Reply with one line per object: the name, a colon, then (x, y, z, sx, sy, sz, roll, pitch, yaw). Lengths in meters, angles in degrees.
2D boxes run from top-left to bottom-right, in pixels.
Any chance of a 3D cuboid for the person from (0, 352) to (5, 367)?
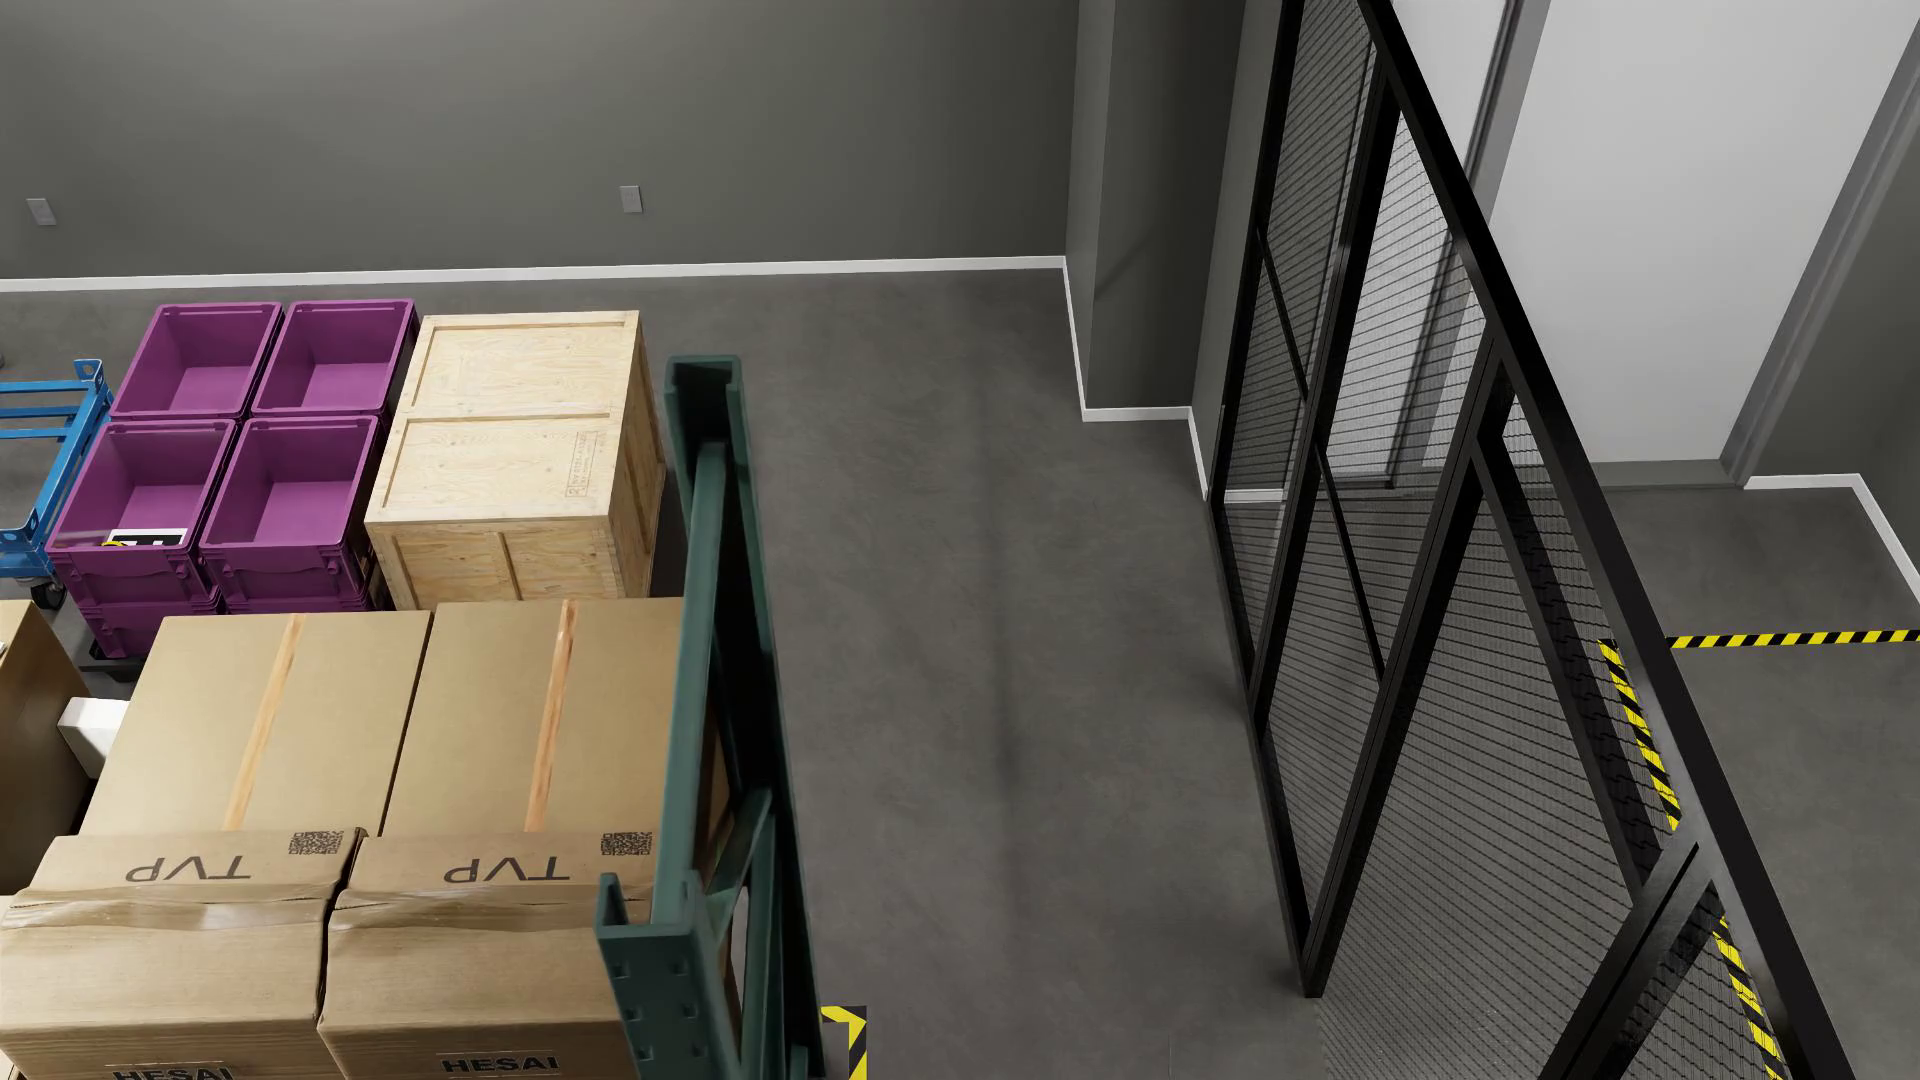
person: (-4.035, -1.279, 5.977, 0.379, 1.940, 0.629, -2, 46, -2)
